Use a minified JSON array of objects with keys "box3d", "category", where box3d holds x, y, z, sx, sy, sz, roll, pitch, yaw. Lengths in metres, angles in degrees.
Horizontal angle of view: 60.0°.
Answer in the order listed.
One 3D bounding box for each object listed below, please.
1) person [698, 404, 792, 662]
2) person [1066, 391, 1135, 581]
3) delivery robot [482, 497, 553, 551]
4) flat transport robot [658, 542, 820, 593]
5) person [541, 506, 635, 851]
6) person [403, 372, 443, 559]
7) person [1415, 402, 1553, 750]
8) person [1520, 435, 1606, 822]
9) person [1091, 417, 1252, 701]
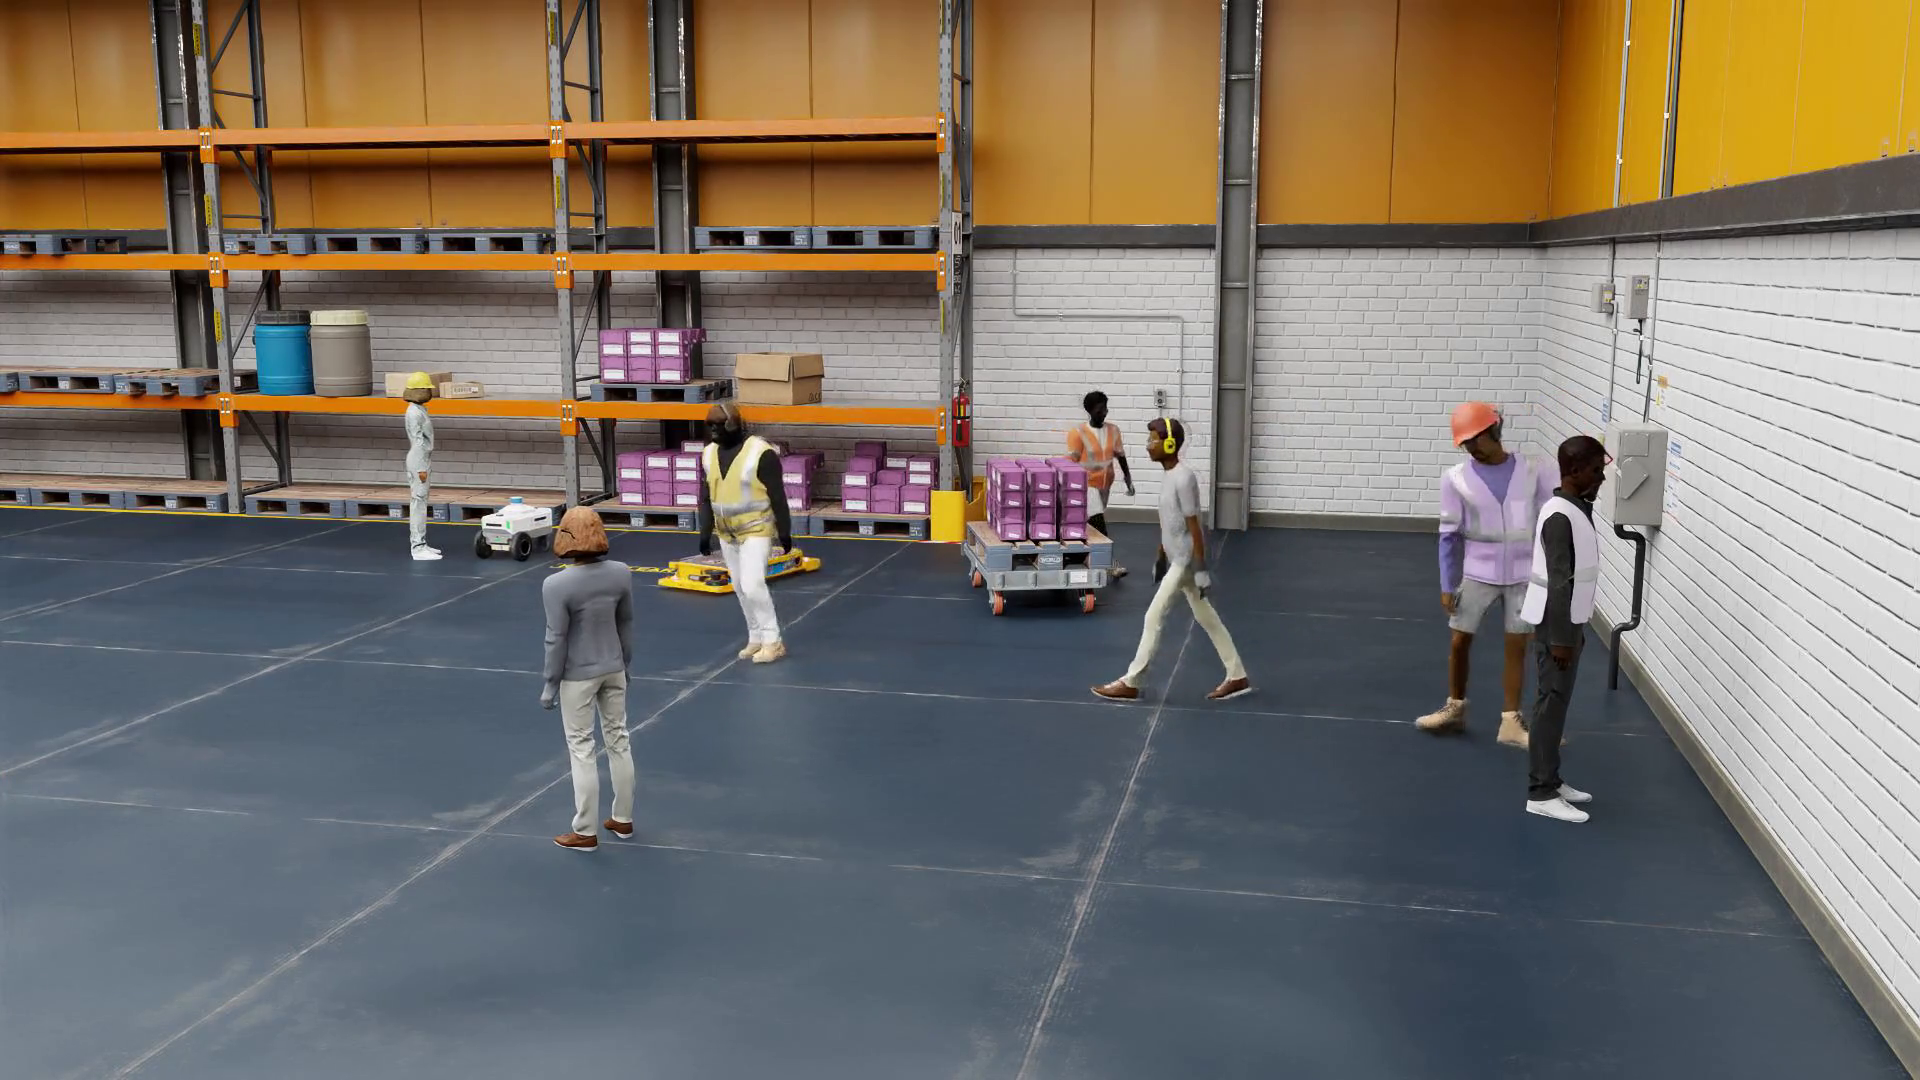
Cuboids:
[{"box3d":[-1.487,-0.047,11.491,0.645,1.805,0.510,7,12,35],"category":"person"},{"box3d":[1.223,-0.480,14.507,0.632,1.635,0.883,-6,12,-34],"category":"person"},{"box3d":[-4.141,-0.162,15.580,0.477,0.478,0.707,4,10,22],"category":"delivery robot"},{"box3d":[-1.893,0.225,14.404,0.652,0.197,1.431,6,11,30],"category":"flat transport robot"},{"box3d":[-1.754,0.650,7.860,0.281,1.634,0.498,8,12,39],"category":"person"},{"box3d":[-4.999,-0.692,15.485,0.307,1.742,0.494,-3,10,-18],"category":"person"},{"box3d":[3.040,0.210,9.449,0.740,1.988,0.418,2,10,10],"category":"person"},{"box3d":[3.022,0.427,8.345,0.392,1.917,0.593,4,10,24],"category":"person"},{"box3d":[1.378,0.133,10.429,1.032,1.810,0.532,0,10,0],"category":"person"}]
